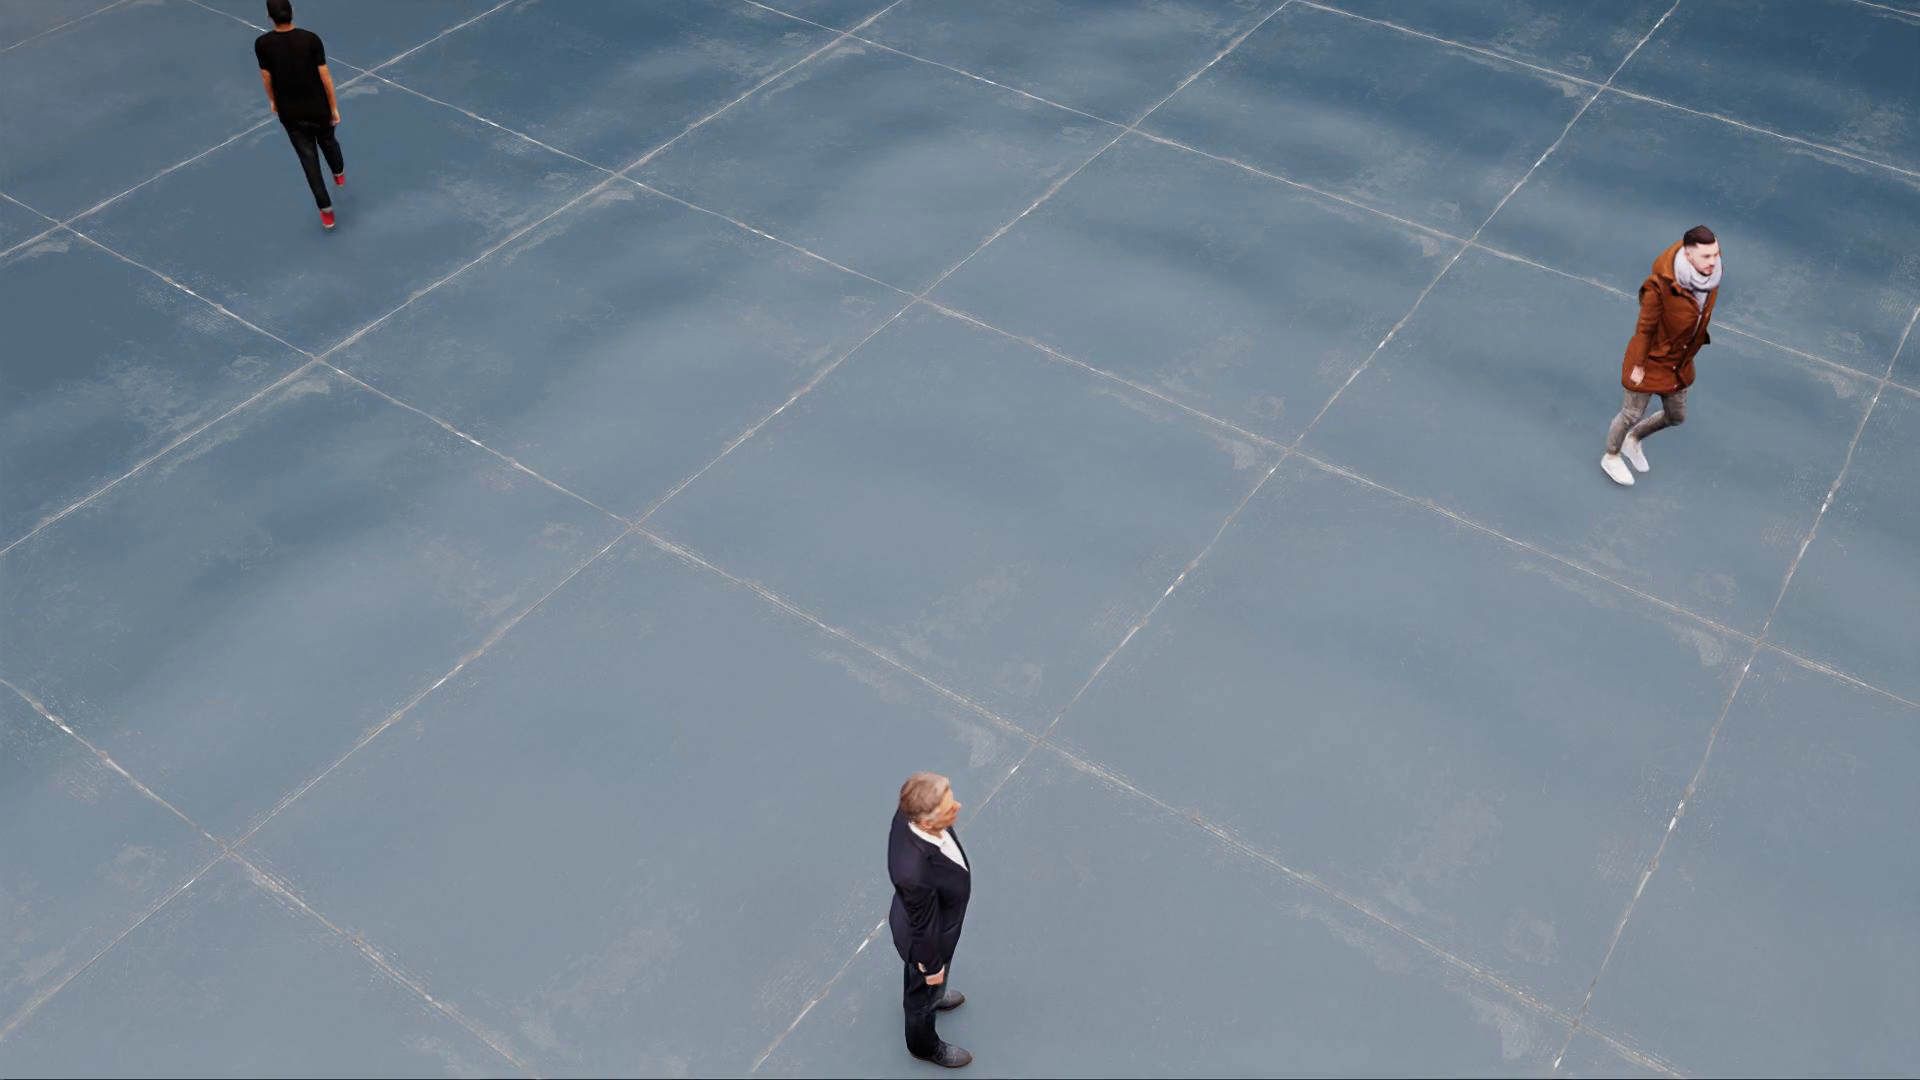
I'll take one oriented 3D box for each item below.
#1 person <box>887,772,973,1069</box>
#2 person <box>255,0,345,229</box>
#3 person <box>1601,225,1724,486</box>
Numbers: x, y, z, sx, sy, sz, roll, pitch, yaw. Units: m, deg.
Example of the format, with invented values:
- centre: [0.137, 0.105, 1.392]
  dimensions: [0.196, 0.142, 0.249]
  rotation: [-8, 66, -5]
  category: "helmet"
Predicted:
- centre: [-0.143, 1.614, 7.157]
  dimensions: [0.801, 1.816, 0.773]
  rotation: [-1, 43, -1]
  category: "person"
- centre: [-4.844, -3.138, 12.317]
  dimensions: [1.037, 1.721, 1.198]
  rotation: [-15, 45, -16]
  category: "person"
- centre: [4.193, -1.137, 10.098]
  dimensions: [0.856, 1.824, 0.899]
  rotation: [-17, 46, -17]
  category: "person"
